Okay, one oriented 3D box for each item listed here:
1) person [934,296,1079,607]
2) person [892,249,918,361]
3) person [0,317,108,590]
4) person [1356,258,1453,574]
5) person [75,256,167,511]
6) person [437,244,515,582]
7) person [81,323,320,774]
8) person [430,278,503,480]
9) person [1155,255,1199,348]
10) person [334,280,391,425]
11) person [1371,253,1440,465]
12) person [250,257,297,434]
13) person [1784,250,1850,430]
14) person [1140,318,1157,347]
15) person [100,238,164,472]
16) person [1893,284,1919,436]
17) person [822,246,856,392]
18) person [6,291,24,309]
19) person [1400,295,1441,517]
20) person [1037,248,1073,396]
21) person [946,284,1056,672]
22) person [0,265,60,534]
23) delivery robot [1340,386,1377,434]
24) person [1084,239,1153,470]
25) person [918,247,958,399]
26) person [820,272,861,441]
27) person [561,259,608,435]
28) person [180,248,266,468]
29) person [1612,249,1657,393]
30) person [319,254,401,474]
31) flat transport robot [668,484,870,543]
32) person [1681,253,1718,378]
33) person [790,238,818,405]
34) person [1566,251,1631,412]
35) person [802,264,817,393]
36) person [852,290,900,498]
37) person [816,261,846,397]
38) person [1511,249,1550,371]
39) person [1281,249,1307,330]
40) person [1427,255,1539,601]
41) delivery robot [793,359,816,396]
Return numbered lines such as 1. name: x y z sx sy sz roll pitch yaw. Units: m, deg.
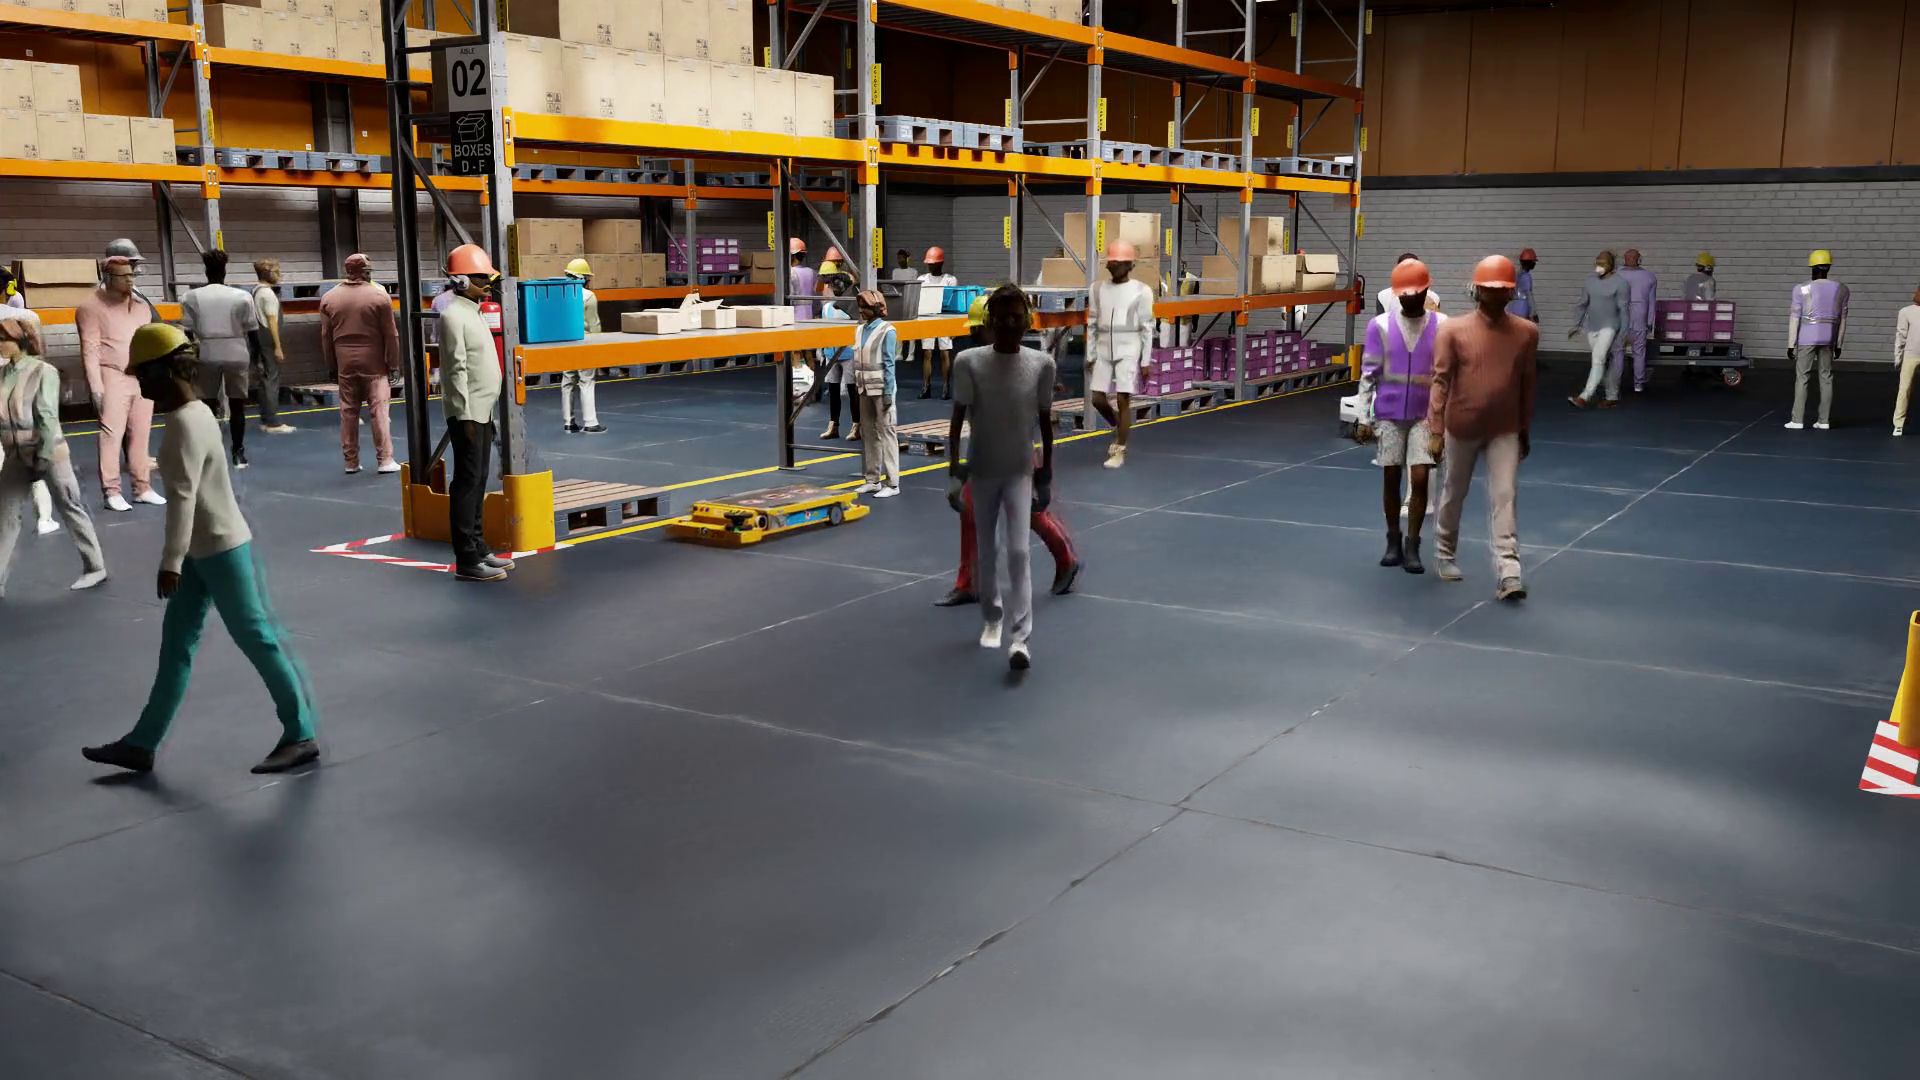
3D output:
1. person: 0.284 -0.504 9.305 0.894 1.724 0.533 -7 12 -34
2. person: -0.933 -3.924 27.863 0.534 1.864 0.309 5 11 26
3. person: -5.259 -0.454 9.392 0.518 1.592 0.874 4 11 19
4. person: 2.729 -0.760 10.194 0.589 1.914 0.507 3 11 14
5. person: -6.288 -1.180 12.545 0.403 1.904 0.651 4 11 19
6. person: -2.910 -0.757 9.951 0.377 1.995 0.608 -1 10 -4
7. person: -2.889 0.055 6.247 0.861 1.708 0.635 -5 12 -27
8. person: -3.921 -1.350 13.473 0.644 1.919 0.581 4 11 19
9. person: 3.002 -3.033 23.018 0.625 1.836 0.428 1 10 3
10. person: -6.545 -2.176 18.277 0.624 1.836 0.429 -8 13 -37
11. person: 3.973 -1.592 14.843 0.598 1.907 0.403 -2 10 -9
12. person: -7.238 -2.032 17.434 0.329 1.844 0.512 -8 13 -39
13. person: 9.151 -2.133 17.795 0.588 1.918 0.397 0 10 3
14. person: 2.501 -3.125 23.695 0.607 1.769 0.958 2 10 10
15. person: -7.266 -1.630 14.662 0.538 2.000 0.683 -5 11 -24
16. person: 9.892 -1.864 17.119 0.492 1.625 0.284 5 11 24
17. person: -1.643 -2.950 22.266 0.551 1.935 0.372 8 13 38
18. person: -8.731 -1.648 15.044 0.546 1.939 0.375 -3 11 -16
19. person: 3.369 -0.977 12.205 0.299 1.622 0.503 8 13 37
20. person: 1.205 -2.822 21.682 0.374 1.908 0.662 8 13 36
21. person: 0.197 -0.298 7.916 0.517 1.812 1.013 0 10 2
22. person: -6.534 -0.953 11.409 0.519 1.864 0.335 -5 11 -24
23. delivery robot: 4.141 -1.319 16.798 0.477 0.478 0.707 -3 11 -16
24. person: 1.419 -1.651 14.798 0.627 2.032 0.557 5 12 28
25. person: -0.296 -2.743 21.137 0.547 1.930 0.382 2 10 13
26. person: -1.193 -1.852 16.836 0.535 1.700 0.318 6 12 28
27. person: -3.977 -2.013 17.379 0.592 1.825 0.404 6 12 29
28. person: -6.492 -1.590 14.673 0.634 1.954 0.433 -3 11 -14
29. person: 8.879 -2.897 22.070 0.636 1.903 0.404 2 10 10
30. person: -5.171 -1.520 14.432 0.652 1.904 0.402 0 10 3
31. flat transport robot: -1.317 -0.204 11.664 0.652 0.197 1.431 7 12 33
32. person: 10.914 -3.294 24.503 0.417 1.822 0.622 -2 10 -11
33. person: -2.002 -2.674 20.439 0.377 2.045 0.605 6 12 32
34. person: 7.589 -2.477 19.788 1.031 1.880 0.654 -5 11 -25
35. person: -2.101 -2.726 21.647 0.488 1.712 0.800 1 10 8
36. person: -0.670 -1.152 13.148 0.311 1.635 0.511 -8 13 -39
37. person: -1.646 -2.708 21.448 0.384 1.752 0.523 -7 12 -34
38. person: 8.628 -3.543 25.695 0.986 1.897 0.550 2 10 9
39. person: 5.271 -3.637 26.236 0.575 1.880 0.359 -8 13 -36
40. person: 2.996 -0.654 9.544 0.657 1.934 1.056 0 10 -1
41. delivery robot: -1.978 -1.994 20.538 0.477 0.478 0.707 0 10 1
